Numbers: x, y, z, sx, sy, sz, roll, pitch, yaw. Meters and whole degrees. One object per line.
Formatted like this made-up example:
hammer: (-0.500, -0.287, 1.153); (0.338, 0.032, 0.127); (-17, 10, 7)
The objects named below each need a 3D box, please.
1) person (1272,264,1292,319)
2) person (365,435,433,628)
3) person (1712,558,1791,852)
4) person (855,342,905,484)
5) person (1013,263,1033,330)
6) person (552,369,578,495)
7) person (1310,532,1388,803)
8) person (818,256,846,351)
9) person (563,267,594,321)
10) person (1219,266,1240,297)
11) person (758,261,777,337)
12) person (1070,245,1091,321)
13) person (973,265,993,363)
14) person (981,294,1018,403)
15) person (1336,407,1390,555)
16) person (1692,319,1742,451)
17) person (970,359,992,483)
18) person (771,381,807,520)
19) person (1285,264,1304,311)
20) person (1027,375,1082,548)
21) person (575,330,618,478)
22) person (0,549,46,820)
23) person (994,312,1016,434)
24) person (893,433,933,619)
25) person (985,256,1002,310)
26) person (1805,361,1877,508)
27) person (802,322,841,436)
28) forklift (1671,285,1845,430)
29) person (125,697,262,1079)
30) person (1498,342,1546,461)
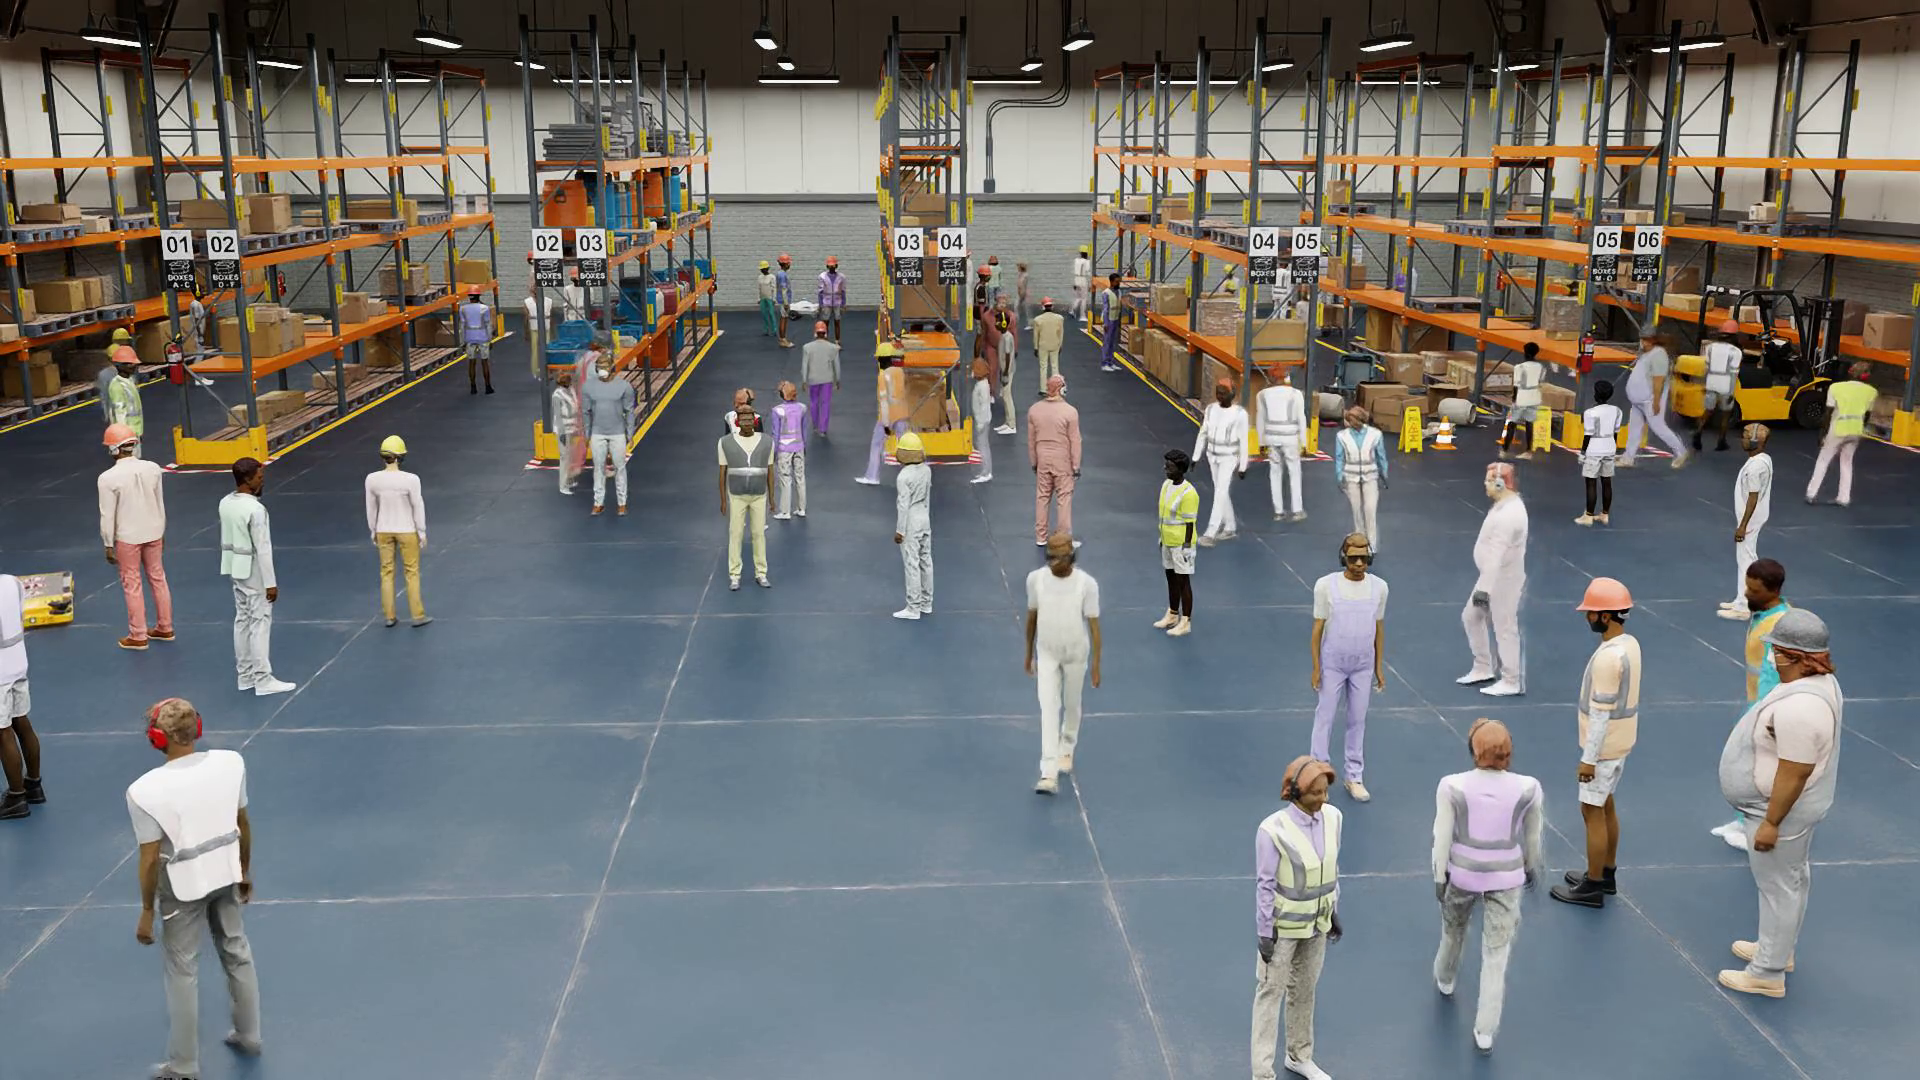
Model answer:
person: (7.379, -5.556, 38.159); (0.358, 1.880, 0.575); (-9, 16, -32)
person: (-5.122, -0.075, 15.175); (0.533, 1.767, 0.327); (1, 13, 4)
person: (4.979, 1.026, 10.247); (0.431, 1.898, 0.645); (5, 14, 20)
person: (-0.866, -1.611, 21.454); (0.981, 1.884, 0.588); (8, 16, 31)
person: (1.452, -5.839, 39.929); (0.732, 1.610, 0.517); (-7, 15, -26)
person: (-4.957, -1.391, 21.091); (0.321, 1.606, 0.714); (2, 13, 8)
person: (2.585, 0.848, 11.093); (0.506, 1.847, 0.344); (-1, 13, -5)
person: (-2.746, -5.085, 35.803); (0.605, 2.045, 0.382); (-3, 14, -11)
person: (-7.448, -4.308, 32.515); (0.605, 2.044, 0.375); (0, 13, 0)
person: (6.122, -5.378, 37.751); (0.533, 1.694, 0.868); (-2, 13, -6)
person: (-4.484, -5.590, 38.563); (0.533, 1.760, 0.350); (9, 16, 35)
person: (3.092, -6.474, 41.962); (0.404, 1.912, 0.599); (-8, 15, -30)
person: (0.463, -4.461, 33.194); (0.407, 2.035, 0.605); (0, 13, -2)
person: (0.686, -3.330, 28.750); (0.646, 1.878, 0.785); (1, 13, 5)
person: (4.318, -0.632, 17.861); (0.583, 1.598, 0.718); (4, 14, 16)
person: (10.862, -2.198, 23.846); (0.786, 1.919, 0.543); (-11, 17, -39)
person: (0.280, -1.558, 21.771); (0.301, 1.623, 0.561); (-1, 13, -5)
person: (-2.007, -1.051, 19.581); (0.523, 1.640, 0.306); (-13, 18, -43)
person: (9.037, -7.099, 44.628); (0.643, 1.908, 0.410); (10, 16, 36)
person: (1.055, -0.850, 18.158); (0.639, 1.909, 0.409); (9, 16, 32)
person: (-4.804, -1.819, 21.975); (0.668, 2.000, 0.773); (-9, 16, -35)
person: (-6.275, 0.866, 10.818); (0.360, 1.939, 0.543); (-1, 13, -2)
person: (0.693, -2.557, 25.500); (0.325, 1.861, 0.503); (-2, 13, -7)
person: (-0.451, -0.135, 15.477); (0.302, 1.745, 0.483); (8, 16, 31)
person: (0.857, -6.425, 42.379); (0.509, 1.626, 0.281); (-9, 16, -33)
person: (10.718, -1.287, 20.238); (0.611, 1.811, 0.592); (0, 13, 0)
person: (-2.125, -2.487, 25.482); (0.593, 1.711, 0.866); (-1, 13, -4)
forklift: (12.503, -2.886, 26.166); (2.313, 2.155, 1.214); (-1, 13, -3)
person: (-3.576, 1.638, 7.804); (0.407, 1.829, 0.599); (9, 16, 33)
person: (7.853, -1.923, 23.183); (0.572, 1.678, 0.432); (-4, 14, -17)
